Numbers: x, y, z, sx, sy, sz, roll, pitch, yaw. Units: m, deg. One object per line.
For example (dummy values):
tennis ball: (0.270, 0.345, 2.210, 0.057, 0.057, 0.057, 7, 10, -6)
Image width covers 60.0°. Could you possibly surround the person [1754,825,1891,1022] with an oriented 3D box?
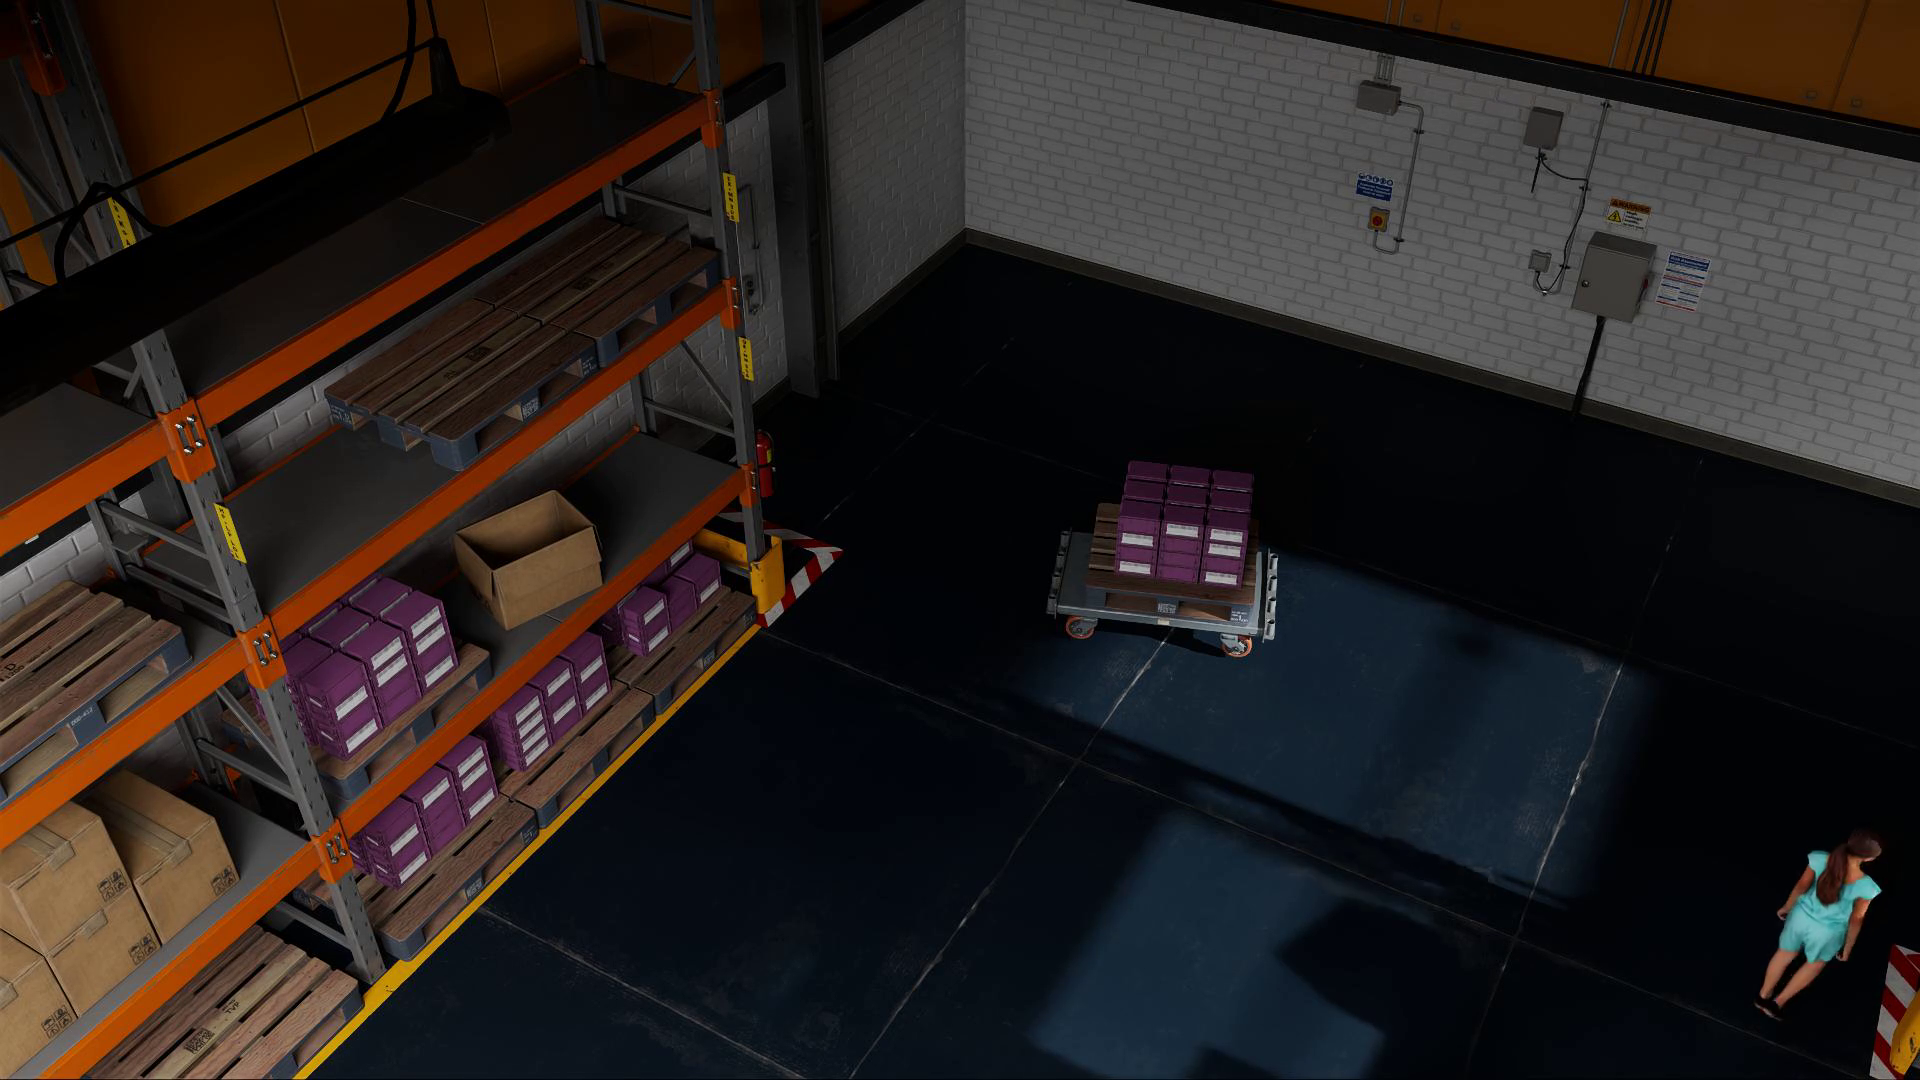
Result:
person: (4.765, 2.185, 9.283, 0.681, 1.548, 0.758, 31, 48, 33)
